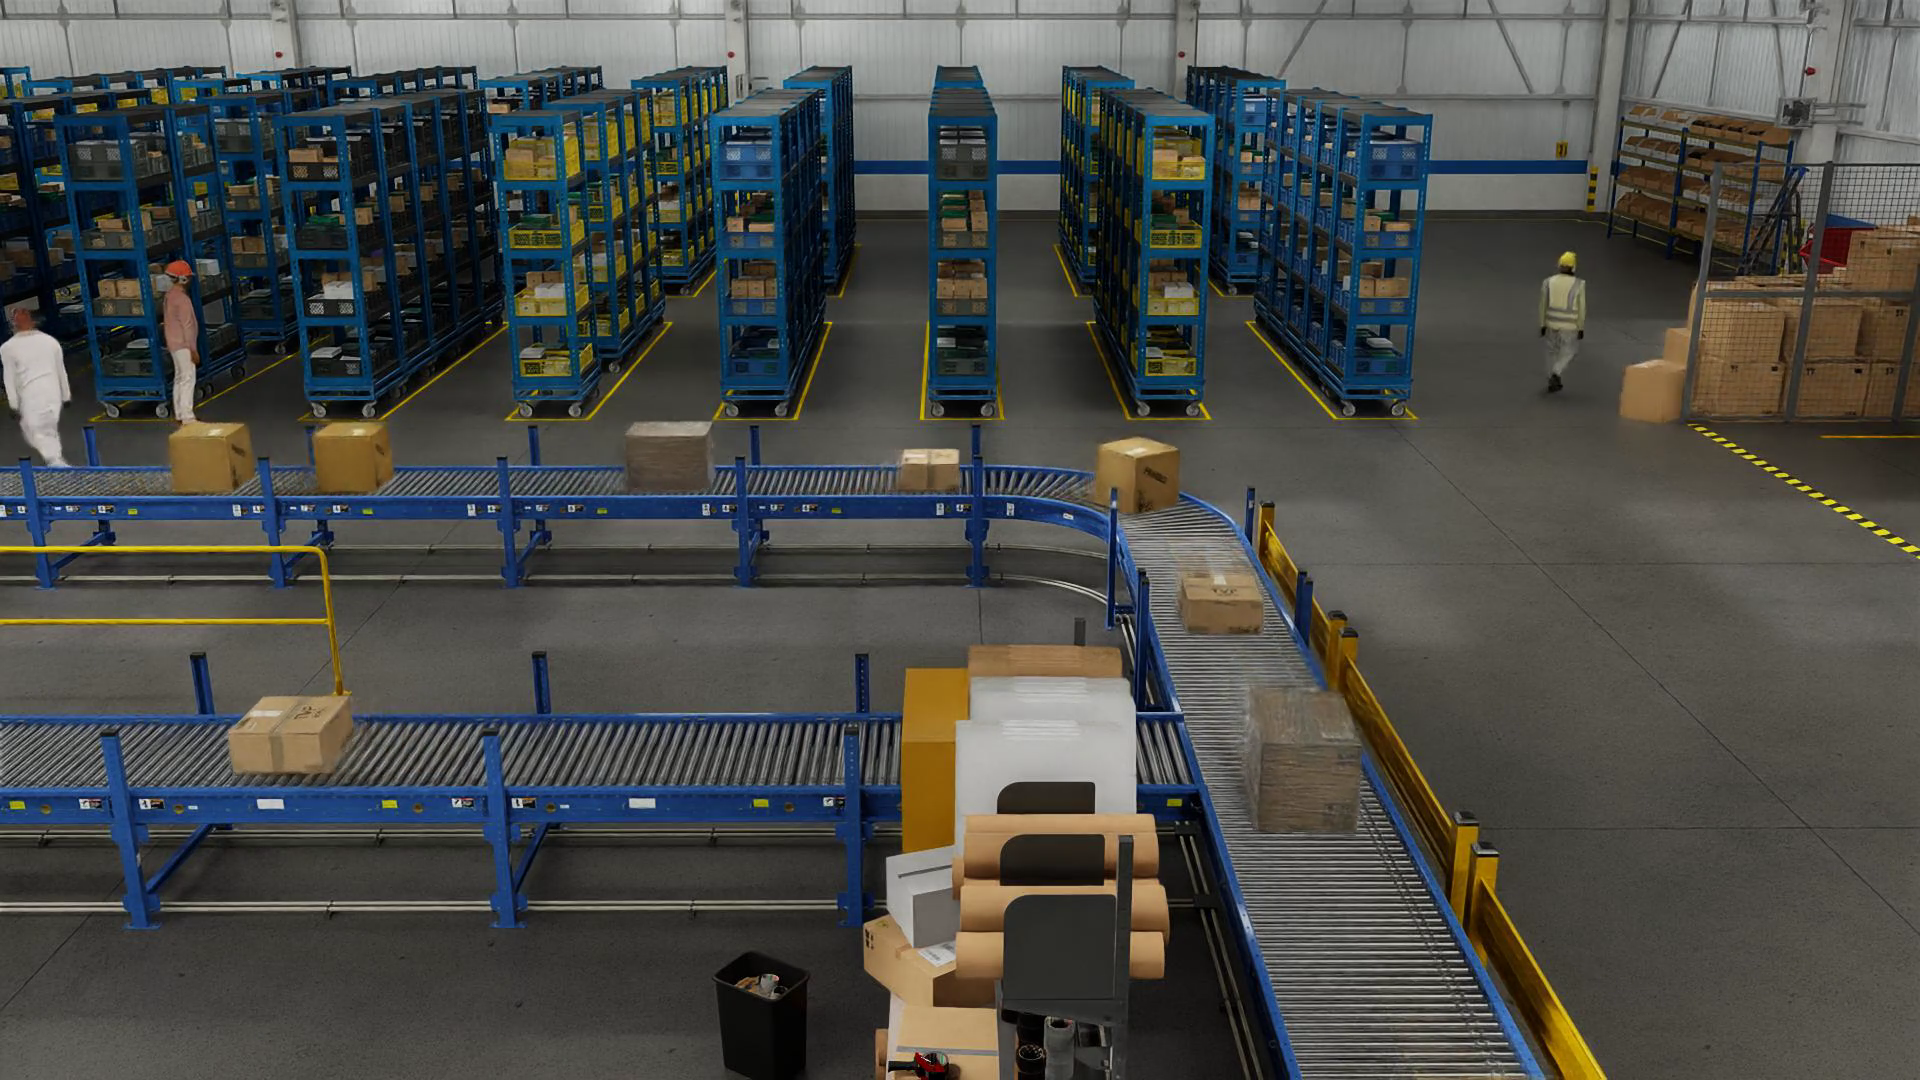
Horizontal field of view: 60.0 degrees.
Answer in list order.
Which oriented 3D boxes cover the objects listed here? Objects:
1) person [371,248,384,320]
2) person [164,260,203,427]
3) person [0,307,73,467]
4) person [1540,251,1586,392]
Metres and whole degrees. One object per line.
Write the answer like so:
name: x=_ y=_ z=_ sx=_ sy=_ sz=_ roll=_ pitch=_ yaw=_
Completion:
person: x=-8.702 y=-4.010 z=25.014 sx=0.589 sy=1.835 sz=0.435 roll=1 pitch=18 yaw=4
person: x=-9.054 y=-2.277 z=19.467 sx=0.440 sy=1.981 sz=0.627 roll=-14 pitch=23 yaw=-37
person: x=-9.391 y=-1.447 z=17.048 sx=0.677 sy=1.889 sz=0.654 roll=7 pitch=19 yaw=21
person: x=7.685 y=-2.769 z=21.217 sx=0.422 sy=1.818 sz=0.616 roll=-17 pitch=24 yaw=-41
